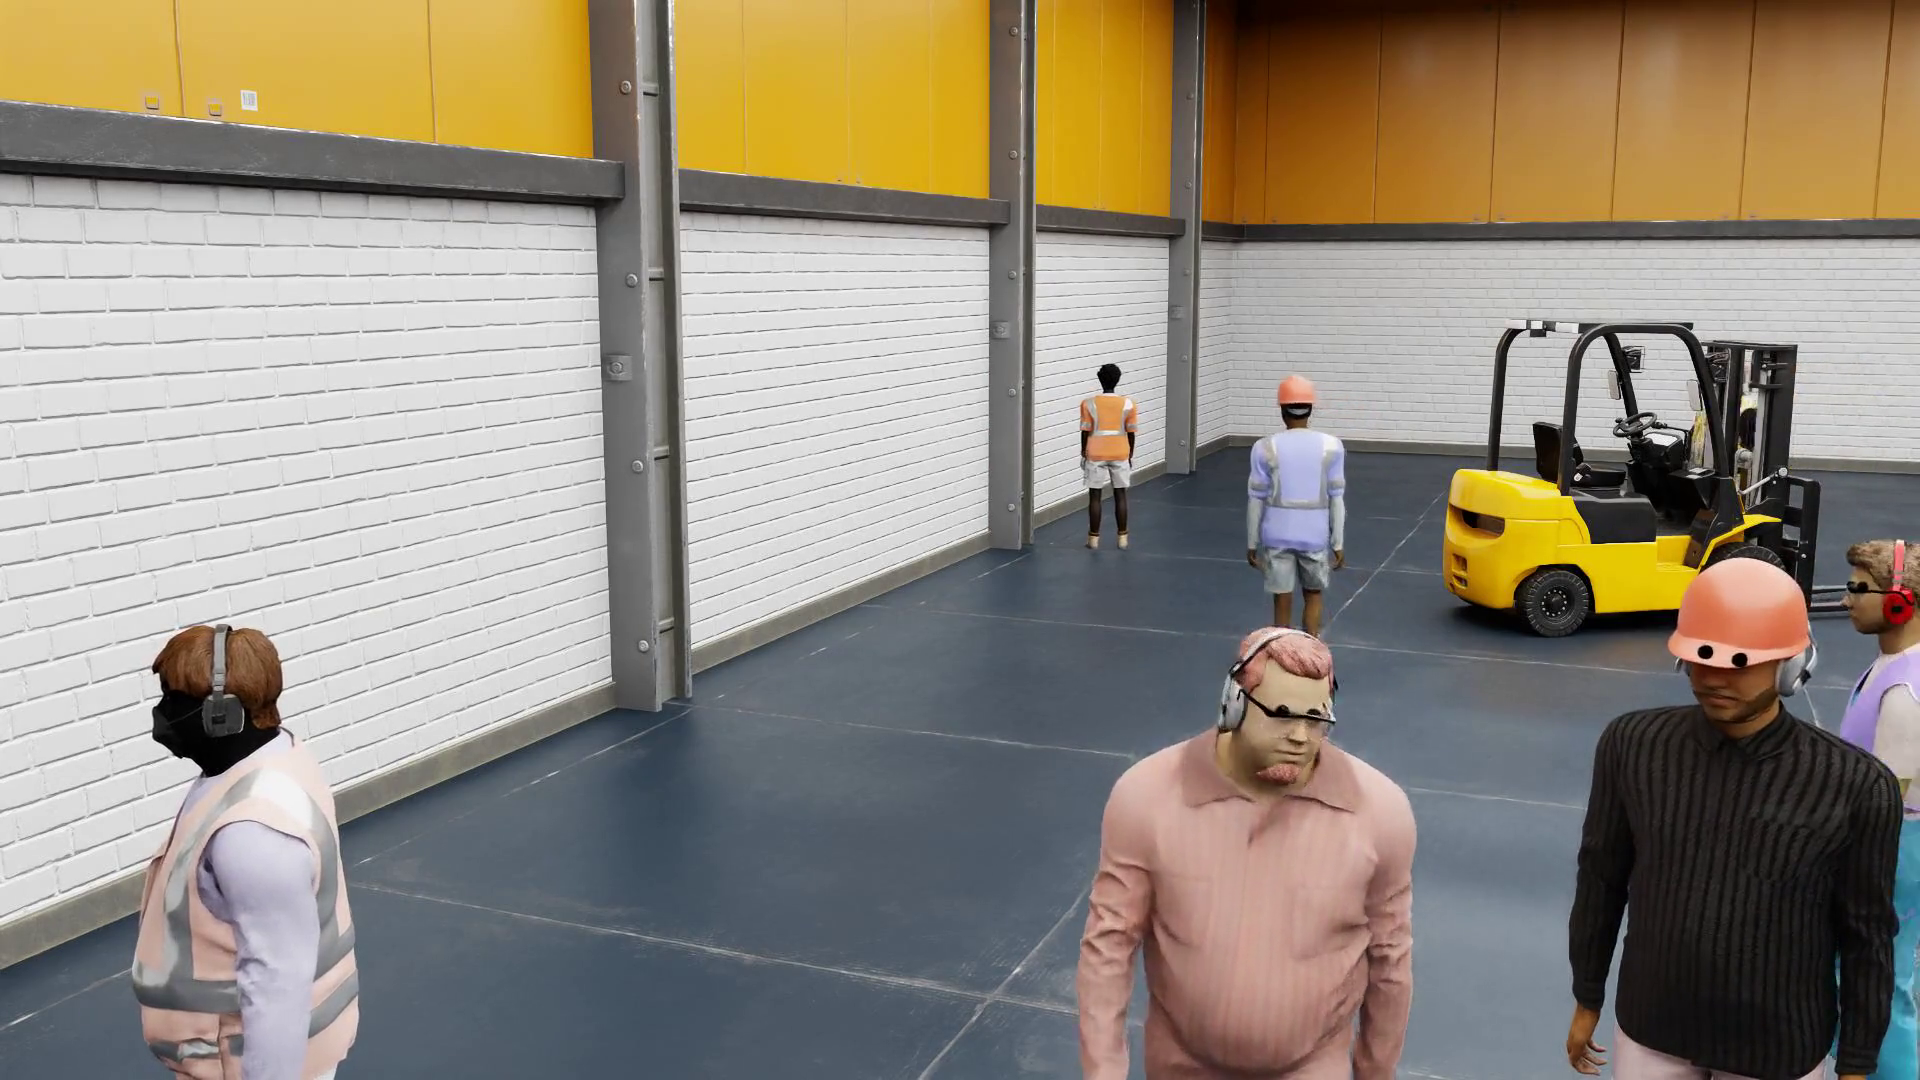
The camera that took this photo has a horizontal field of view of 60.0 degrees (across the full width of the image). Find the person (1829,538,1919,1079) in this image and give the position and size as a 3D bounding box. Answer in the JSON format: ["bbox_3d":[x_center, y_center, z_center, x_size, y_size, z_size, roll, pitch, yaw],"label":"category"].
[{"bbox_3d":[2.521,0.906,4.596,0.490,1.831,0.579,4,10,24],"label":"person"}]

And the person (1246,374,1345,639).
[{"bbox_3d":[1.989,-0.017,9.892,0.579,1.924,0.400,1,9,4],"label":"person"}]

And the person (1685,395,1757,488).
[{"bbox_3d":[6.167,-0.536,13.474,0.975,1.800,0.620,-2,10,-10],"label":"person"}]

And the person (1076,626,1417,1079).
[{"bbox_3d":[0.581,1.086,3.423,0.654,1.849,0.953,3,10,16],"label":"person"}]

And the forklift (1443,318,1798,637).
[{"bbox_3d":[4.706,-0.497,11.990,2.313,2.155,1.214,-2,10,-10],"label":"forklift"}]

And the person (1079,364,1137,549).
[{"bbox_3d":[1.338,-0.747,15.051,0.536,1.688,0.318,-1,9,-5],"label":"person"}]

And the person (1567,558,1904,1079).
[{"bbox_3d":[1.563,1.013,3.449,0.623,1.989,0.400,8,12,39],"label":"person"}]

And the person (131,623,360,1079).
[{"bbox_3d":[-1.489,1.079,3.507,0.430,1.845,0.624,-4,10,-23],"label":"person"}]
